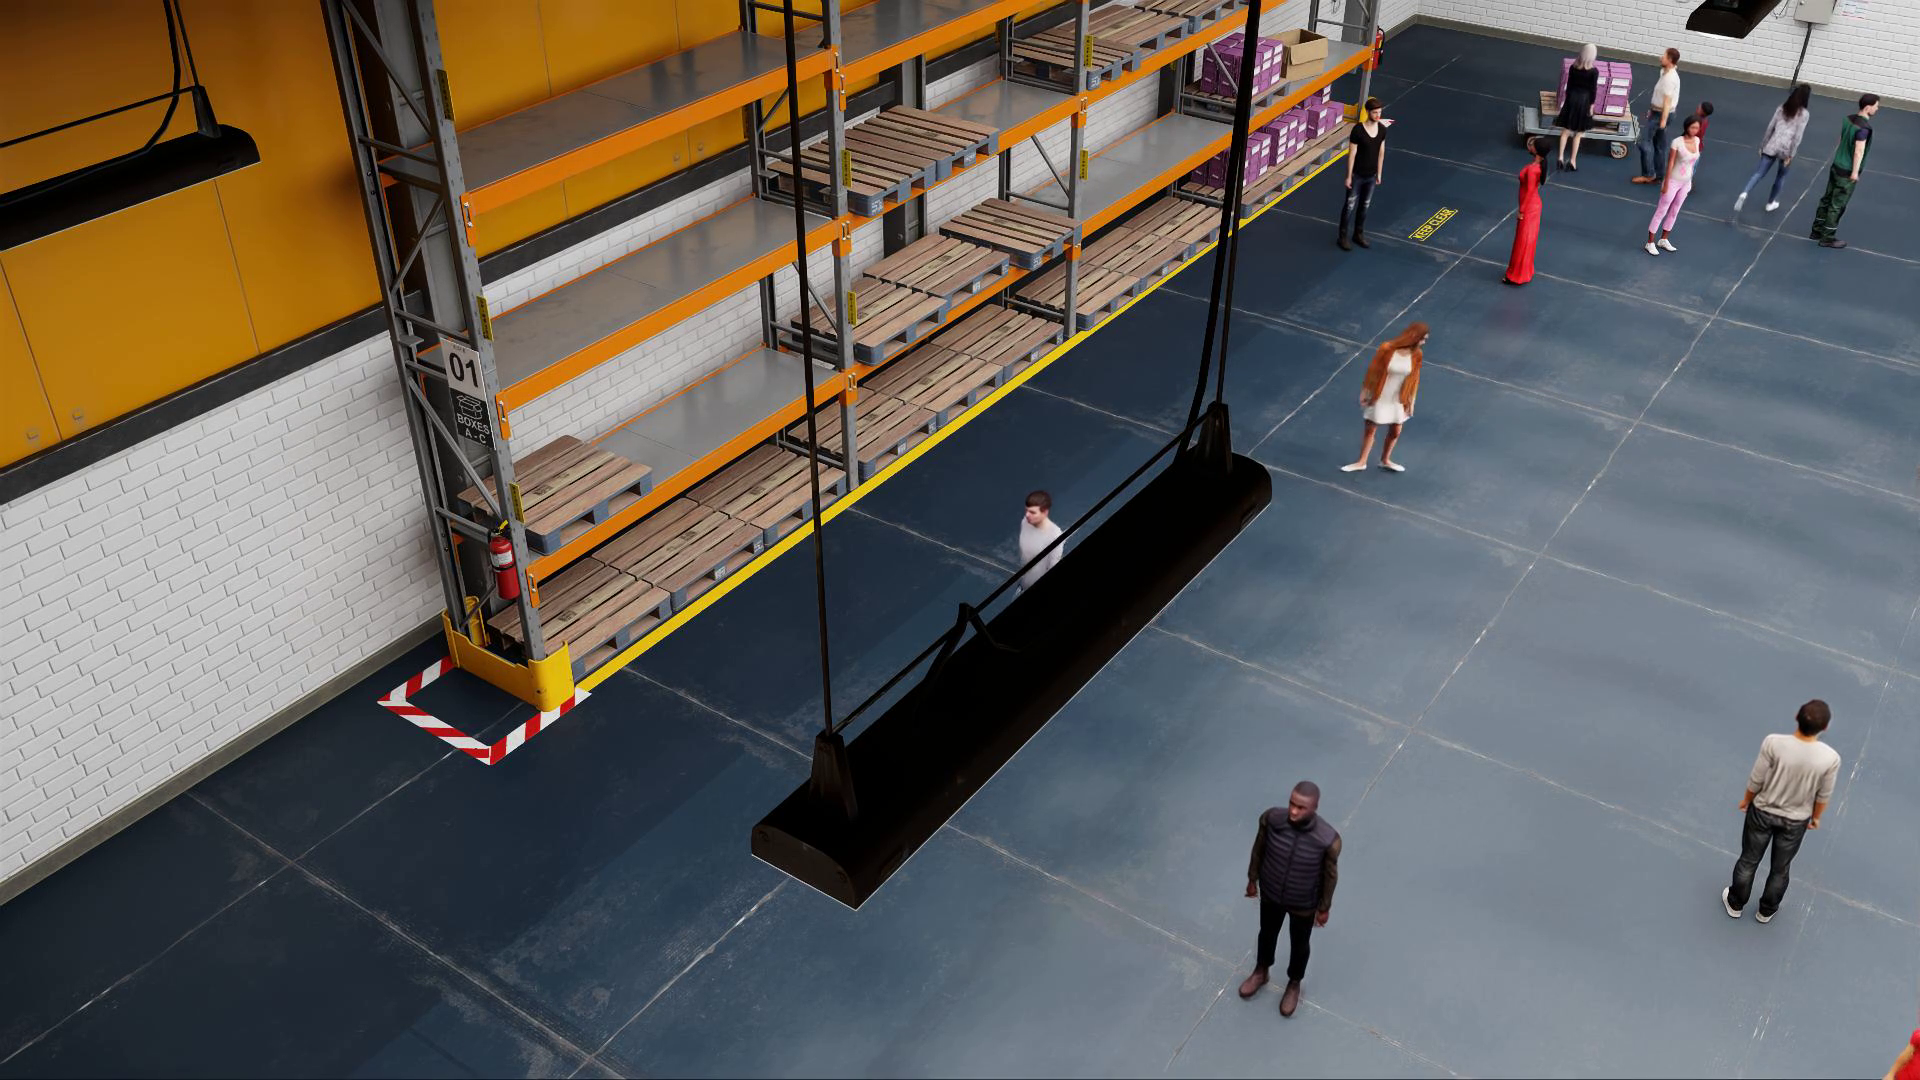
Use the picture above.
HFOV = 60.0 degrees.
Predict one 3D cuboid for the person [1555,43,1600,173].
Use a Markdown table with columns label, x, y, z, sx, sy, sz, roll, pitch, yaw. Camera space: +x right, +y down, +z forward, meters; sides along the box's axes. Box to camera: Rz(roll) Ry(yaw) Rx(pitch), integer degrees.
| label | x | y | z | sx | sy | sz | roll | pitch | yaw |
| --- | --- | --- | --- | --- | --- | --- | --- | --- | --- |
| person | 8.412 | -5.890 | 22.648 | 0.634 | 1.747 | 0.609 | 28 | 43 | 35 |

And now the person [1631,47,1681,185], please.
| label | x | y | z | sx | sy | sz | roll | pitch | yaw |
| --- | --- | --- | --- | --- | --- | --- | --- | --- | --- |
| person | 9.448 | -5.624 | 22.163 | 0.793 | 1.840 | 0.682 | 14 | 36 | 20 |

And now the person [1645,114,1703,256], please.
| label | x | y | z | sx | sy | sz | roll | pitch | yaw |
| --- | --- | --- | --- | --- | --- | --- | --- | --- | --- |
| person | 8.767 | -4.363 | 20.353 | 0.615 | 1.743 | 0.721 | -13 | 36 | -19 |

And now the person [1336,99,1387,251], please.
| label | x | y | z | sx | sy | sz | roll | pitch | yaw |
| --- | --- | --- | --- | --- | --- | --- | --- | --- | --- |
| person | 4.928 | -4.507 | 20.434 | 0.709 | 1.894 | 0.797 | -10 | 35 | -14 |

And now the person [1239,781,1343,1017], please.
| label | x | y | z | sx | sy | sz | roll | pitch | yaw |
| --- | --- | --- | --- | --- | --- | --- | --- | --- | --- |
| person | 2.068 | 2.210 | 10.382 | 0.706 | 1.835 | 0.559 | 19 | 38 | 26 |

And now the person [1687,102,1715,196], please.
| label | x | y | z | sx | sy | sz | roll | pitch | yaw |
| --- | --- | --- | --- | --- | --- | --- | --- | --- | --- |
| person | 9.741 | -5.199 | 22.051 | 0.557 | 1.256 | 0.423 | 22 | 39 | 29 |

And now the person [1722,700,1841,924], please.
| label | x | y | z | sx | sy | sz | roll | pitch | yaw |
| --- | --- | --- | --- | --- | --- | --- | --- | --- | --- |
| person | 5.439 | 1.801 | 11.018 | 0.683 | 1.811 | 0.607 | 14 | 36 | 21 |

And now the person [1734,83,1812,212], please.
| label | x | y | z | sx | sy | sz | roll | pitch | yaw |
| --- | --- | --- | --- | --- | --- | --- | --- | --- | --- |
| person | 10.434 | -4.939 | 21.269 | 1.193 | 1.689 | 0.839 | -26 | 42 | -33 |

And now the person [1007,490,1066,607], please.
| label | x | y | z | sx | sy | sz | roll | pitch | yaw |
| --- | --- | --- | --- | --- | --- | --- | --- | --- | --- |
| person | 0.684 | 0.361 | 13.162 | 0.774 | 1.836 | 0.746 | -24 | 40 | -31 |

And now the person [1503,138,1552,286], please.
| label | x | y | z | sx | sy | sz | roll | pitch | yaw |
| --- | --- | --- | --- | --- | --- | --- | --- | --- | --- |
| person | 6.693 | -3.872 | 19.578 | 0.704 | 1.784 | 0.563 | 17 | 37 | 24 |

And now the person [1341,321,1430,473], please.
| label | x | y | z | sx | sy | sz | roll | pitch | yaw |
| --- | --- | --- | --- | --- | --- | --- | --- | --- | --- |
| person | 4.024 | -1.370 | 15.915 | 0.849 | 1.671 | 0.814 | 10 | 35 | 15 |

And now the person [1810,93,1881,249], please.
| label | x | y | z | sx | sy | sz | roll | pitch | yaw |
| --- | --- | --- | --- | --- | --- | --- | --- | --- | --- |
| person | 10.939 | -4.584 | 20.544 | 0.828 | 1.899 | 0.717 | 1 | 34 | 2 |
